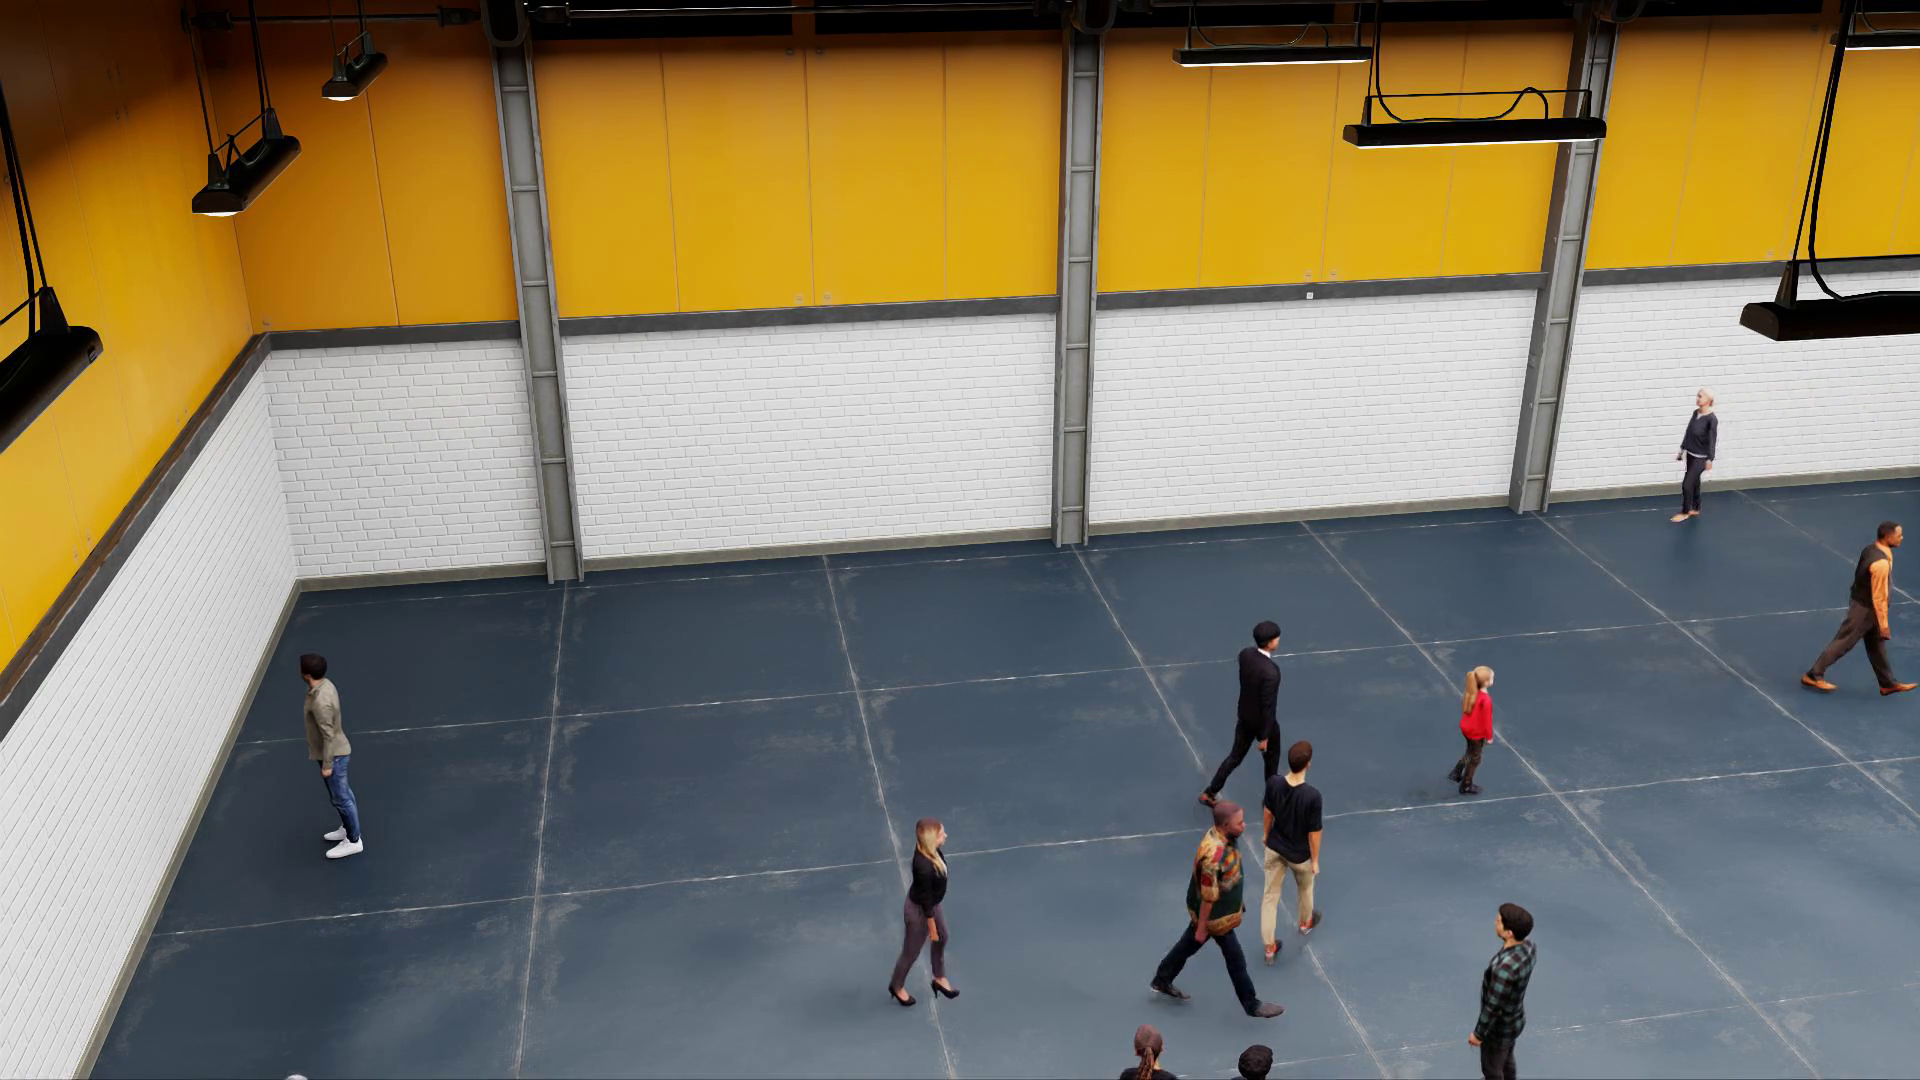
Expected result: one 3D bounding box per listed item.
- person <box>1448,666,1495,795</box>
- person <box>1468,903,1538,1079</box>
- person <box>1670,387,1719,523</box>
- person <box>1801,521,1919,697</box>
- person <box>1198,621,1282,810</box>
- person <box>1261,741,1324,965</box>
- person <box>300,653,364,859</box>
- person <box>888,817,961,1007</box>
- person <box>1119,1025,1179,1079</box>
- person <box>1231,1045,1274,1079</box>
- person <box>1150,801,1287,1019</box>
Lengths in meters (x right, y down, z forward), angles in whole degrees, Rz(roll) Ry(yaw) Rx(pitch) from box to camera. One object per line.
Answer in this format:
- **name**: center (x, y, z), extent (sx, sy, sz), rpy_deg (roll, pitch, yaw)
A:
- **person**: center (4.536, 1.705, 14.814), extent (0.521, 1.274, 0.488), rpy_deg (-4, 24, -9)
- **person**: center (3.555, 3.119, 10.890), extent (0.785, 1.710, 0.736), rpy_deg (17, 29, 34)
- **person**: center (9.225, -1.067, 20.613), extent (0.693, 1.709, 0.626), rpy_deg (-4, 24, -9)
- **person**: center (8.795, 0.704, 16.381), extent (1.352, 1.853, 1.164), rpy_deg (10, 26, 22)
- **person**: center (2.488, 1.559, 14.423), extent (1.245, 1.855, 0.919), rpy_deg (-11, 26, -24)
- **person**: center (2.451, 2.392, 12.542), extent (1.030, 1.836, 1.075), rpy_deg (14, 27, 29)
- **person**: center (-5.248, 1.778, 13.907), extent (0.638, 1.867, 0.746), rpy_deg (-9, 25, -19)
- **person**: center (-0.357, 2.707, 12.059), extent (0.816, 1.644, 0.698), rpy_deg (1, 24, 2)
- **person**: center (1.124, 3.657, 10.021), extent (0.641, 1.537, 0.721), rpy_deg (8, 25, 18)
- **person**: center (1.821, 3.664, 10.392), extent (0.583, 1.227, 0.650), rpy_deg (14, 27, 29)
- **person**: center (1.754, 2.669, 12.010), extent (1.335, 1.753, 1.087), rpy_deg (7, 25, 16)
